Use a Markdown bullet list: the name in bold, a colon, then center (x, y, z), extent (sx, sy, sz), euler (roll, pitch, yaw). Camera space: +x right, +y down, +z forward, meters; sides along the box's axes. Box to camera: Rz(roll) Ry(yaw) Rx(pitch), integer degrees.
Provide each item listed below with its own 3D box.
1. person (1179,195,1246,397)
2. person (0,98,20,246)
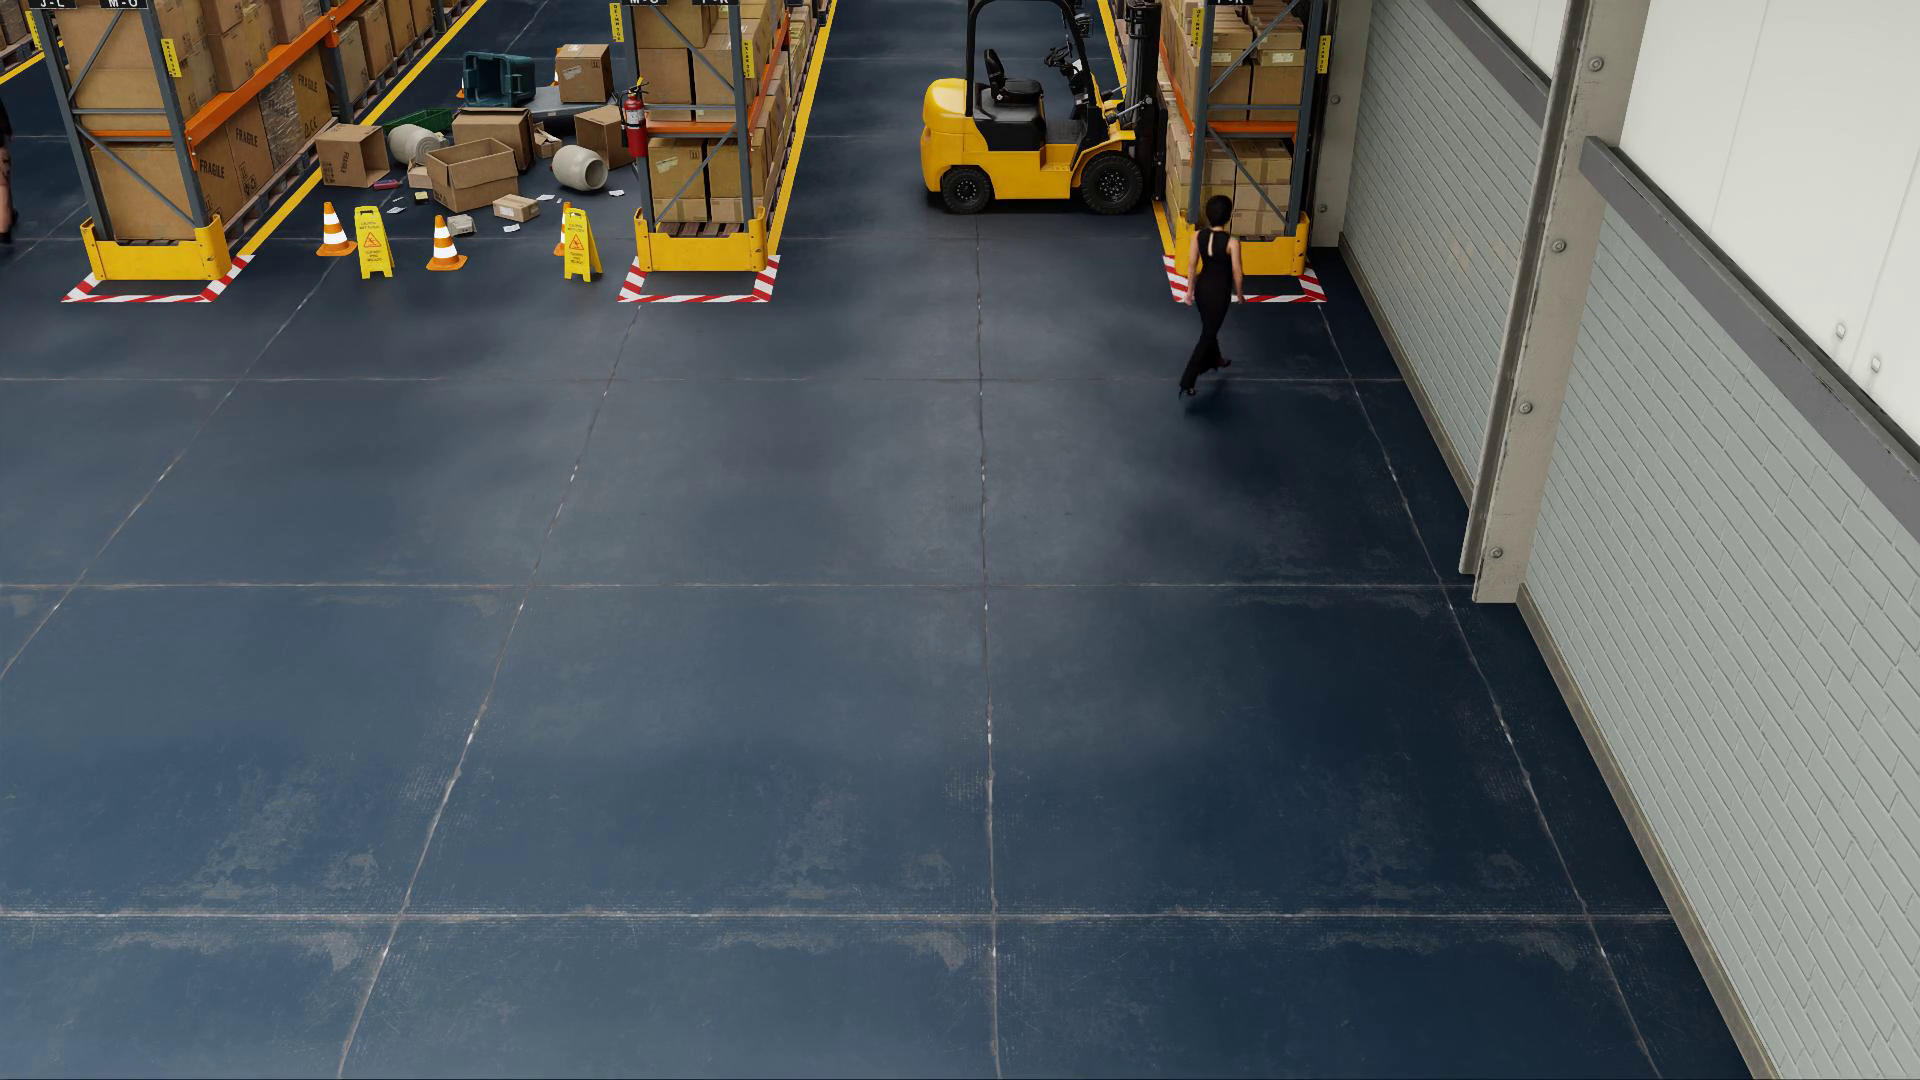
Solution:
- **person**: center (1.908, -1.838, 12.857), extent (0.998, 1.558, 1.087), euler (25, 40, 34)
- **person**: center (-9.092, -3.665, 15.444), extent (0.902, 1.889, 1.302), euler (-8, 33, -13)
